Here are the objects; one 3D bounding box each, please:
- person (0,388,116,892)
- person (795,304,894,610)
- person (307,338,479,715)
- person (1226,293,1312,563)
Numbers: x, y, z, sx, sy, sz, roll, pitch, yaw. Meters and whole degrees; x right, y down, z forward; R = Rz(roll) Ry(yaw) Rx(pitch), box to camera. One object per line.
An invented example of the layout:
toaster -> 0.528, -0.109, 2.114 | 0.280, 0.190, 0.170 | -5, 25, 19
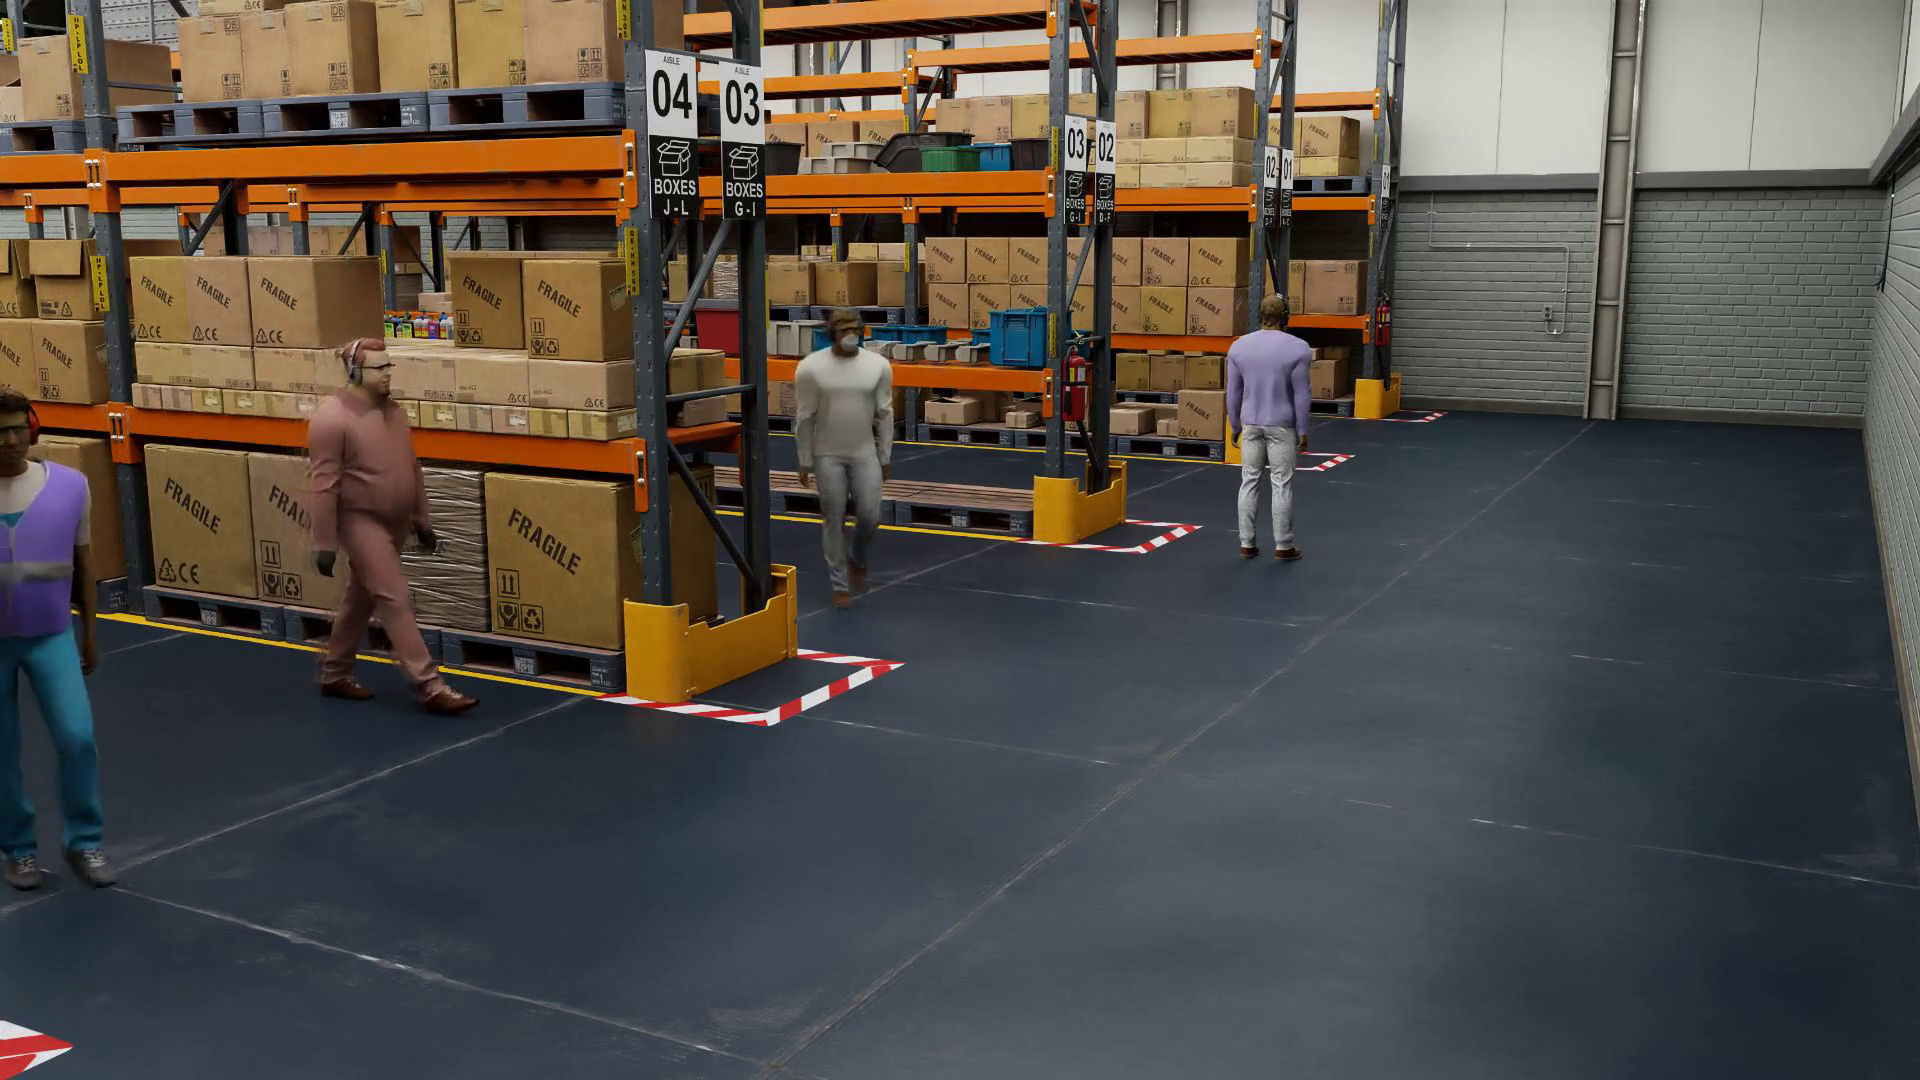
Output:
person -> -3.325, 0.377, 5.884 | 0.568, 1.823, 0.605 | -8, 13, -37
person -> -0.729, -0.523, 10.525 | 0.640, 1.928, 0.476 | -2, 11, -13
person -> -2.852, -0.066, 8.216 | 0.986, 1.852, 0.664 | 3, 11, 15
person -> 2.228, -0.807, 12.021 | 0.629, 1.940, 0.378 | 6, 12, 31
